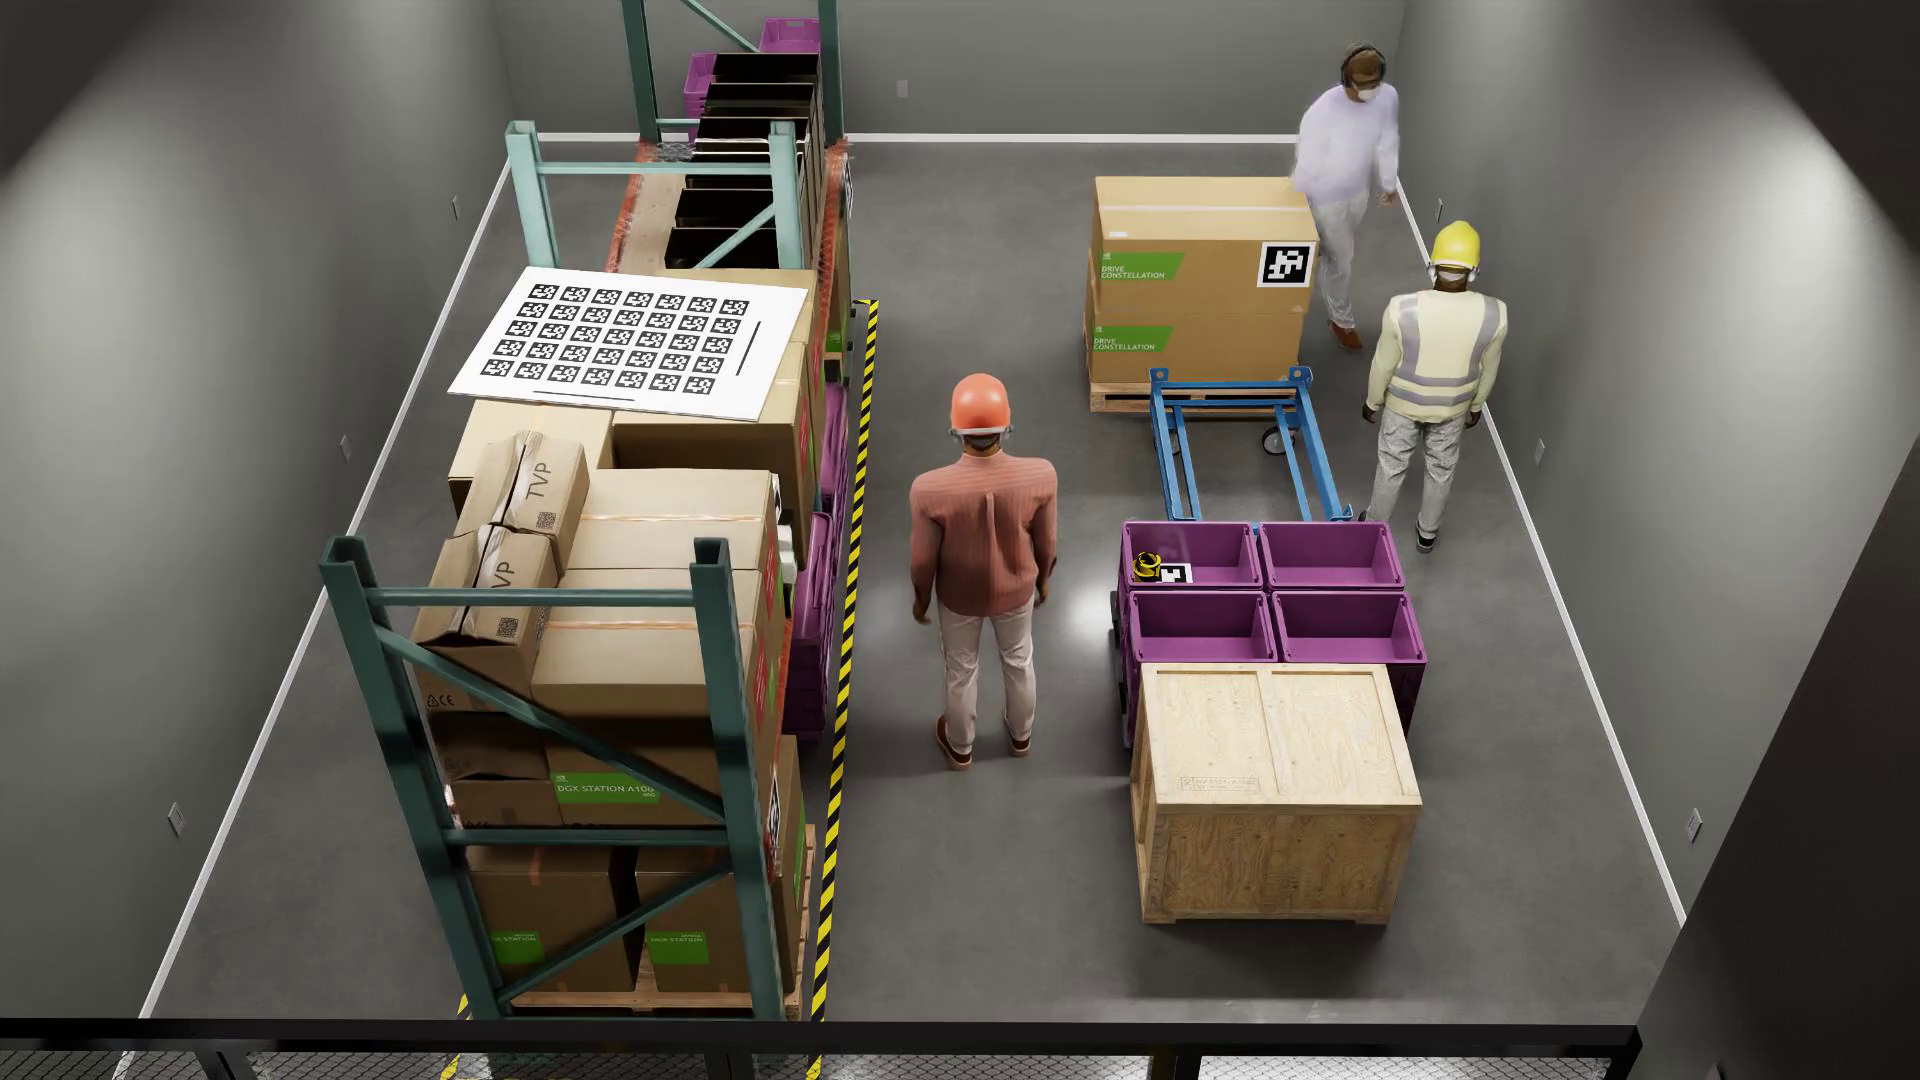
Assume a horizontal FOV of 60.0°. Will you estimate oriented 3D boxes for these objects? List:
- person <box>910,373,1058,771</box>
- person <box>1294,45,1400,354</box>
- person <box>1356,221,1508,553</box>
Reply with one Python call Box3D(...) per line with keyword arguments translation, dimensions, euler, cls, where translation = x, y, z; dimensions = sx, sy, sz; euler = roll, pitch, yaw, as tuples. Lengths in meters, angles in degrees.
Box3D(translation=(0.091, 0.168, 6.883), dimensions=(0.613, 1.992, 0.397), euler=(-8, 42, -9), cls="person")
Box3D(translation=(2.091, -2.019, 9.458), dimensions=(0.741, 1.889, 0.810), euler=(-21, 45, -22), cls="person")
Box3D(translation=(2.239, -0.693, 7.992), dimensions=(0.589, 1.822, 0.403), euler=(2, 41, 3), cls="person")
